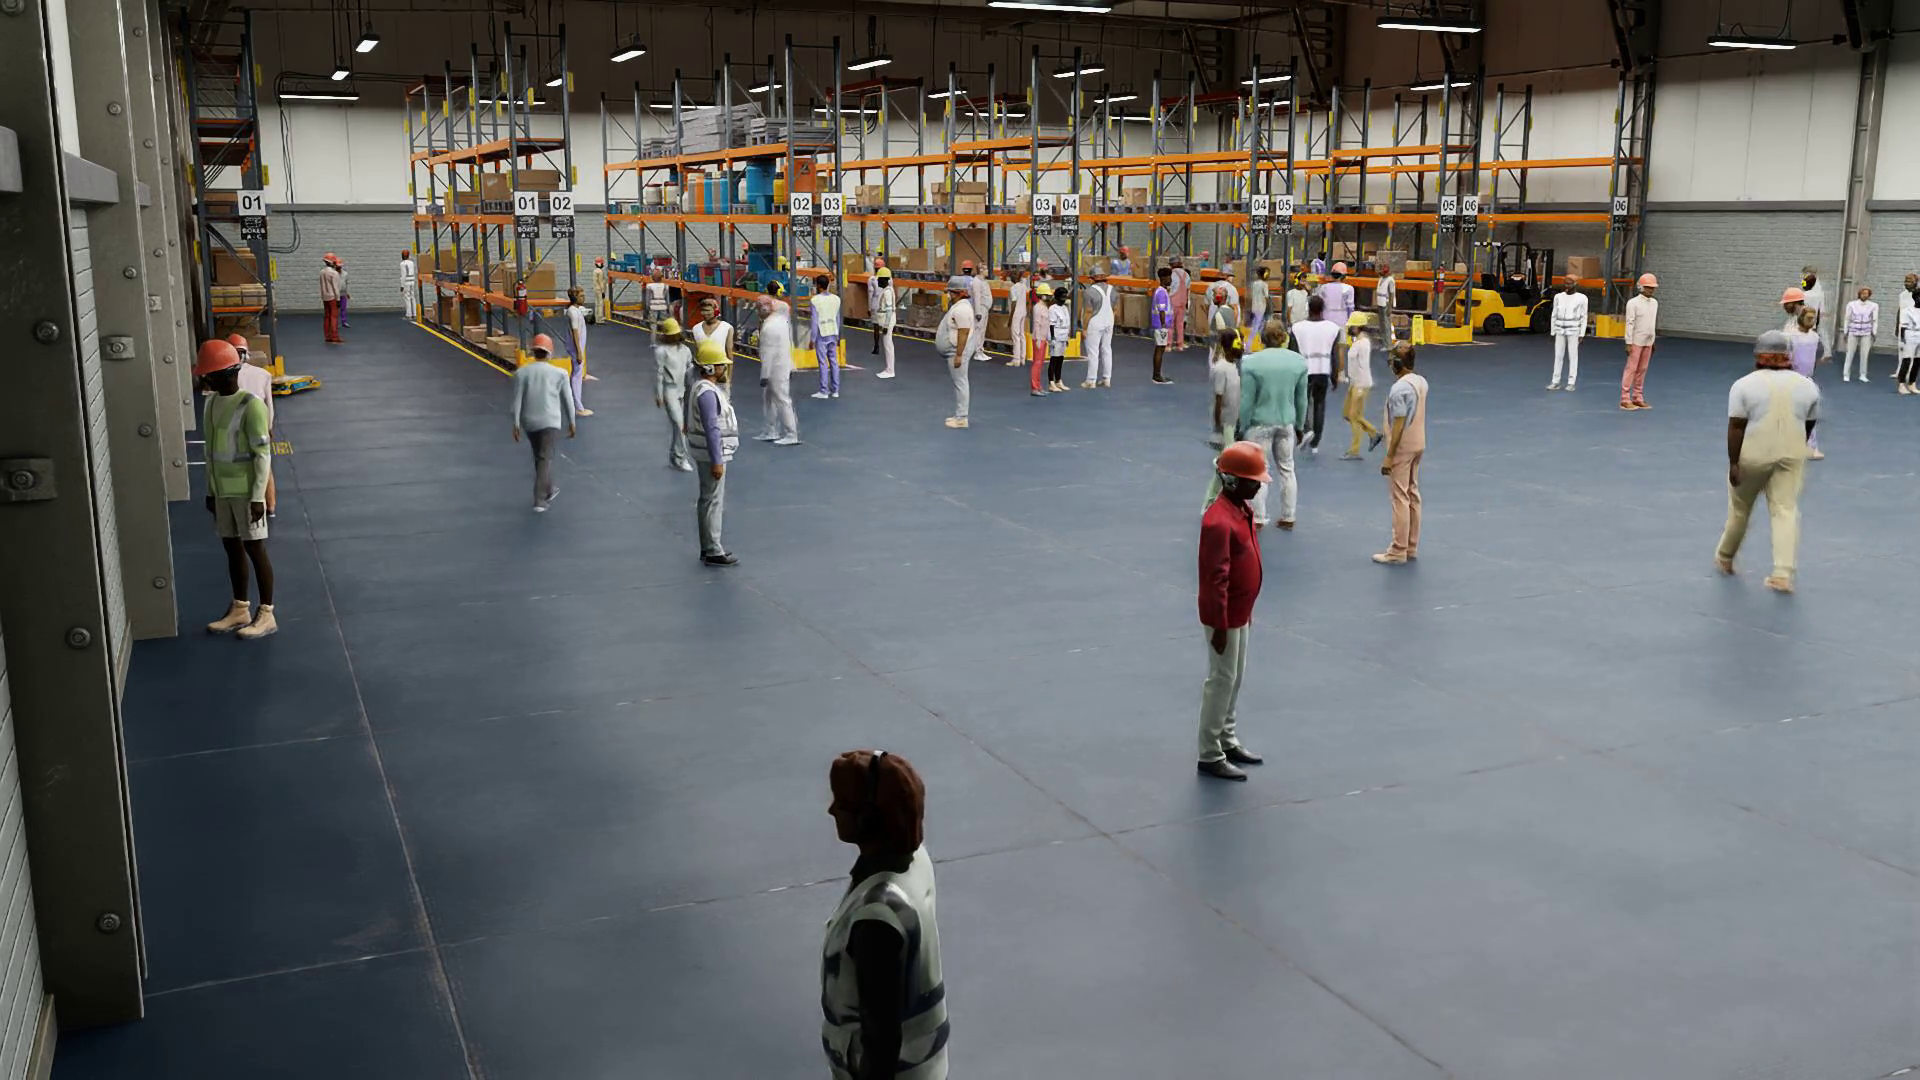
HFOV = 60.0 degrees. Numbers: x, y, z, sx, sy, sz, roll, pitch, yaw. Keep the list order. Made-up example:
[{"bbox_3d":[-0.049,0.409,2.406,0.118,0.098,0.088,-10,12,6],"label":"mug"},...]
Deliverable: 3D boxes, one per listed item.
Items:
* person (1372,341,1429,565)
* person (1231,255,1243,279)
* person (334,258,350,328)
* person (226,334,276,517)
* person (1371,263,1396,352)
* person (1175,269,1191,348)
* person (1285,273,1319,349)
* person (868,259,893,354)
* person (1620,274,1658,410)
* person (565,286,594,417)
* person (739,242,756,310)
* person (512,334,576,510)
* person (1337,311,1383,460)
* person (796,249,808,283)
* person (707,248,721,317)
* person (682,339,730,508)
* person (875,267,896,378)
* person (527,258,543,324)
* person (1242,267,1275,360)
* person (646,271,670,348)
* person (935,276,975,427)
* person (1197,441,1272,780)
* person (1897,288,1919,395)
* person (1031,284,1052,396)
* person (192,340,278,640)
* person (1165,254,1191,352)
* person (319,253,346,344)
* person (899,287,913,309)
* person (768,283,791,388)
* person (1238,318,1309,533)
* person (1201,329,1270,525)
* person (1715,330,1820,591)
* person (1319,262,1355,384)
[{"bbox_3d":[3.629,-0.711,13.659,0.343,1.839,0.506,9,14,38],"label":"person"},{"bbox_3d":[8.107,-7.407,48.072,0.553,1.672,0.685,-9,15,-40],"label":"person"},{"bbox_3d":[-15.568,-6.197,41.757,0.342,1.748,0.573,8,14,35],"label":"person"},{"bbox_3d":[-6.730,-1.057,15.638,0.337,1.747,0.573,7,13,33],"label":"person"},{"bbox_3d":[8.851,-4.828,34.575,0.390,1.841,0.564,-2,11,-10],"label":"person"},{"bbox_3d":[4.759,-4.933,35.506,0.321,1.686,0.539,-2,11,-10],"label":"person"},{"bbox_3d":[6.787,-4.371,32.594,0.855,1.705,0.483,7,13,33],"label":"person"},{"bbox_3d":[-1.633,-4.766,34.011,0.543,1.939,0.362,-3,12,-16],"label":"person"},{"bbox_3d":[10.000,-2.901,24.392,0.621,1.992,0.397,-6,13,-30],"label":"person"},{"bbox_3d":[-5.427,-2.675,23.623,0.345,1.846,0.507,-3,12,-16],"label":"person"},{"bbox_3d":[-6.308,-7.851,49.474,0.612,2.030,0.410,3,12,15],"label":"person"},{"bbox_3d":[-4.090,-1.169,16.354,0.571,1.695,0.941,1,11,6],"label":"person"},{"bbox_3d":[4.687,-1.796,19.396,0.487,1.751,0.533,0,11,-3],"label":"person"},{"bbox_3d":[-5.070,-8.281,52.386,0.573,1.739,0.349,-2,11,-11],"label":"person"},{"bbox_3d":[-6.880,-7.152,46.223,0.407,1.908,0.641,-10,15,-42],"label":"person"},{"bbox_3d":[-2.420,-1.095,15.973,0.582,1.699,0.511,6,12,27],"label":"person"},{"bbox_3d":[-1.303,-3.800,29.130,0.371,1.929,0.585,-1,11,-4],"label":"person"},{"bbox_3d":[-11.155,-6.536,43.566,0.533,1.724,0.834,-1,11,-3],"label":"person"},{"bbox_3d":[5.990,-4.445,32.664,0.967,1.813,0.559,-2,11,-12],"label":"person"},{"bbox_3d":[-6.475,-4.939,35.692,0.512,1.632,0.317,-3,12,-15],"label":"person"},{"bbox_3d":[-0.068,-2.544,22.459,0.538,2.000,0.689,0,11,2],"label":"person"},{"bbox_3d":[1.399,0.353,8.502,0.348,1.740,0.575,4,12,21],"label":"person"},{"bbox_3d":[15.186,-3.155,26.444,0.570,1.696,0.317,-2,11,-10],"label":"person"},{"bbox_3d":[1.301,-3.160,26.290,0.328,1.767,0.531,3,12,16],"label":"person"},{"bbox_3d":[-4.924,-0.337,11.267,0.605,2.033,0.392,7,13,32],"label":"person"},{"bbox_3d":[4.455,-4.955,34.714,0.687,2.000,0.536,-8,14,-37],"label":"person"},{"bbox_3d":[-13.875,-5.327,36.745,0.620,1.987,0.401,9,14,37],"label":"person"},{"bbox_3d":[-1.538,-7.772,49.632,0.550,1.798,0.982,-7,13,-31],"label":"person"},{"bbox_3d":[-3.012,-3.364,27.392,0.323,1.741,0.490,-10,15,-42],"label":"person"},{"bbox_3d":[2.821,-1.027,15.016,0.636,1.936,0.359,-2,11,-11],"label":"person"},{"bbox_3d":[2.561,-1.045,15.448,0.738,1.815,0.591,5,12,24],"label":"person"},{"bbox_3d":[6.277,-0.670,12.936,0.678,2.000,1.053,1,11,7],"label":"person"},{"bbox_3d":[6.392,-3.679,28.220,0.611,2.040,0.386,6,13,29],"label":"person"}]
